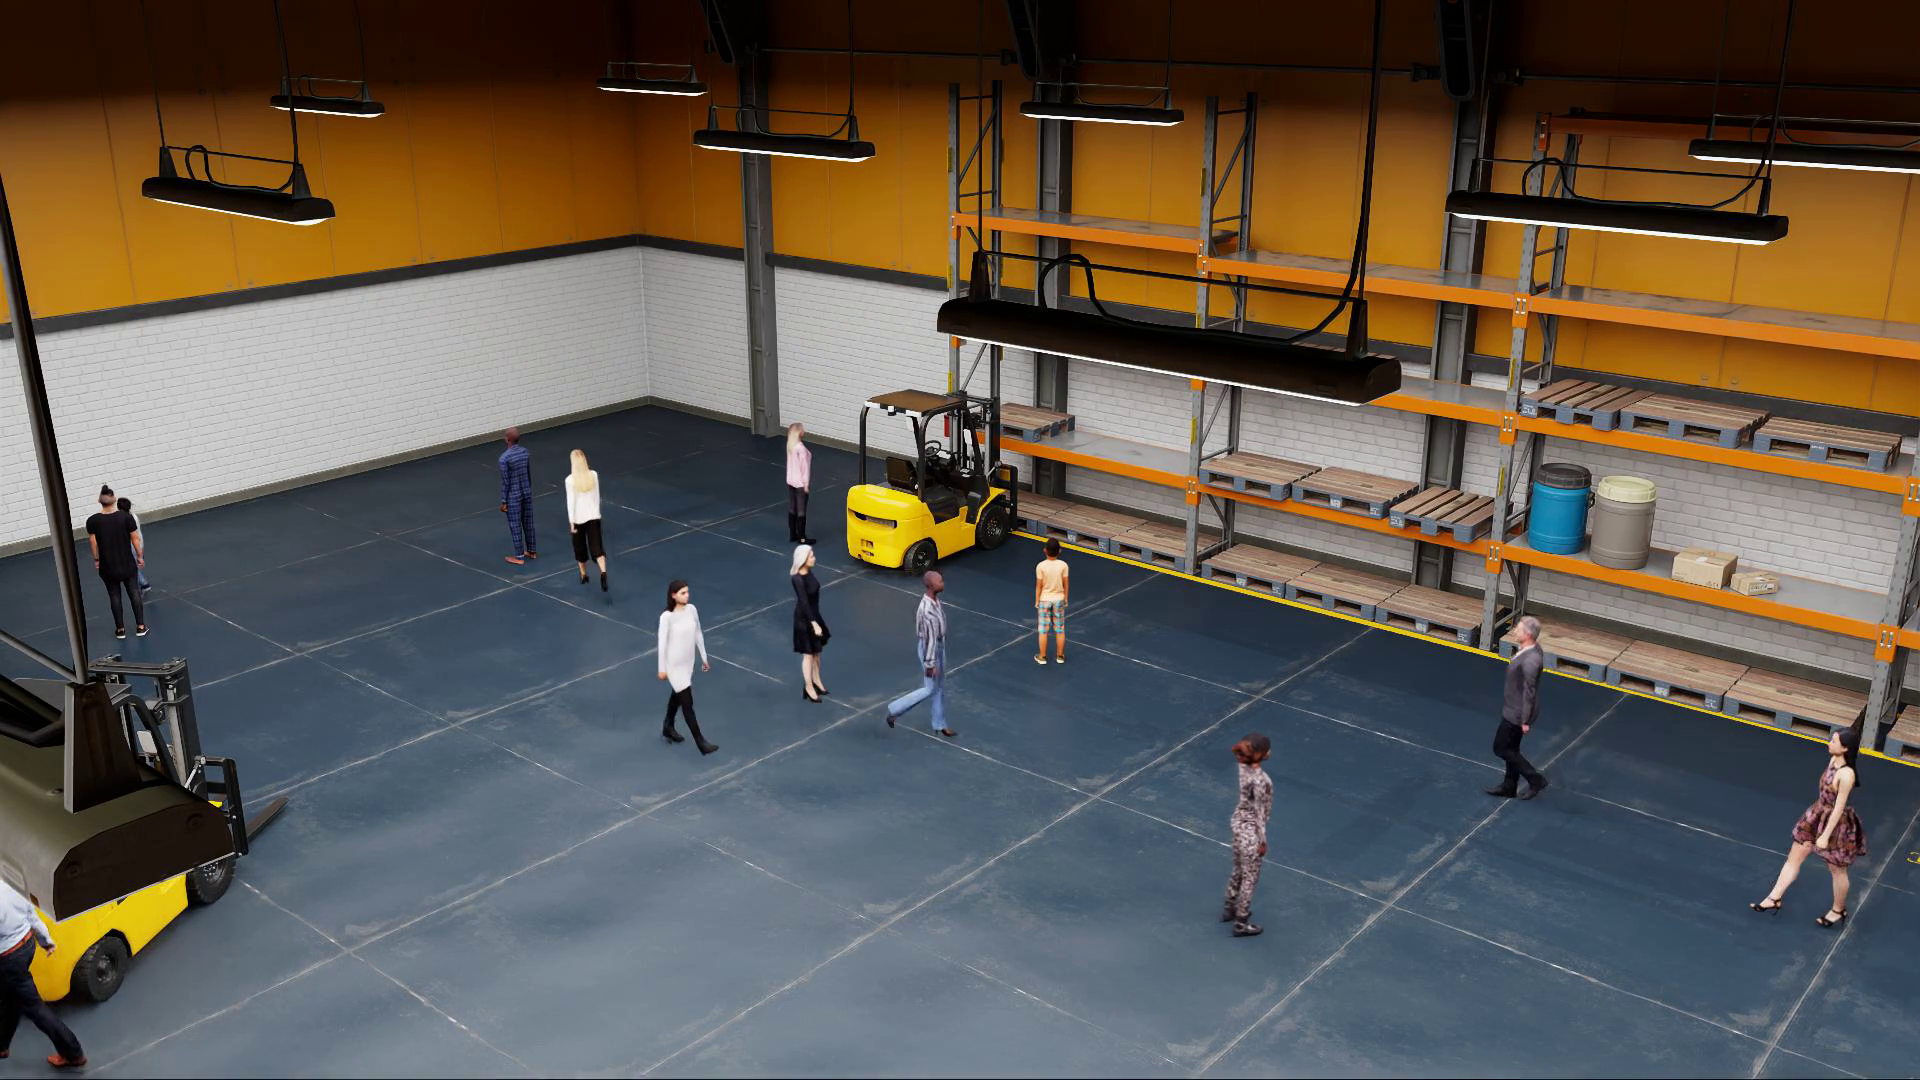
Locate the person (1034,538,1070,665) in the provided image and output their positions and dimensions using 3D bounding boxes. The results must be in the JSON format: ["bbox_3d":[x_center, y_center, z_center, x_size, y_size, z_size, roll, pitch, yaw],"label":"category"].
[{"bbox_3d":[1.026,0.678,18.554,0.600,1.461,0.652,-3,19,-8],"label":"person"}]

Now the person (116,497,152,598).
[{"bbox_3d":[-10.283,0.092,20.627,0.912,1.249,0.609,9,20,24],"label":"person"}]

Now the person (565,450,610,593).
[{"bbox_3d":[-4.568,-0.188,20.552,0.851,1.827,1.194,-12,22,-31],"label":"person"}]

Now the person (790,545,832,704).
[{"bbox_3d":[-1.641,0.883,17.503,0.771,1.744,0.748,3,19,8],"label":"person"}]

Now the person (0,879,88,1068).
[{"bbox_3d":[-6.429,2.935,11.428,1.266,1.732,1.146,2,19,5],"label":"person"}]

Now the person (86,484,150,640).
[{"bbox_3d":[-9.756,0.226,19.264,0.767,1.864,0.749,-8,20,-22],"label":"person"}]

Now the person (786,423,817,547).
[{"bbox_3d":[-2.197,-0.772,22.506,0.720,1.687,0.581,-11,22,-30],"label":"person"}]

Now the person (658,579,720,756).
[{"bbox_3d":[-2.817,1.233,16.429,1.109,1.765,0.644,14,23,36],"label":"person"}]

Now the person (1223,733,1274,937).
[{"bbox_3d":[2.300,2.324,13.270,0.725,1.713,0.658,-3,19,-8],"label":"person"}]

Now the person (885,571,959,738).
[{"bbox_3d":[-0.377,1.163,16.613,1.086,1.780,0.969,1,19,3],"label":"person"}]

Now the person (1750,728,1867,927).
[{"bbox_3d":[7.014,2.321,13.222,1.079,1.751,0.921,3,19,8],"label":"person"}]

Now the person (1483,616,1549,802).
[{"bbox_3d":[5.224,1.571,15.330,0.915,1.826,0.852,7,20,19],"label":"person"}]

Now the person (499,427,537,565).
[{"bbox_3d":[-5.790,-0.599,21.783,0.648,1.819,0.696,11,21,29],"label":"person"}]
